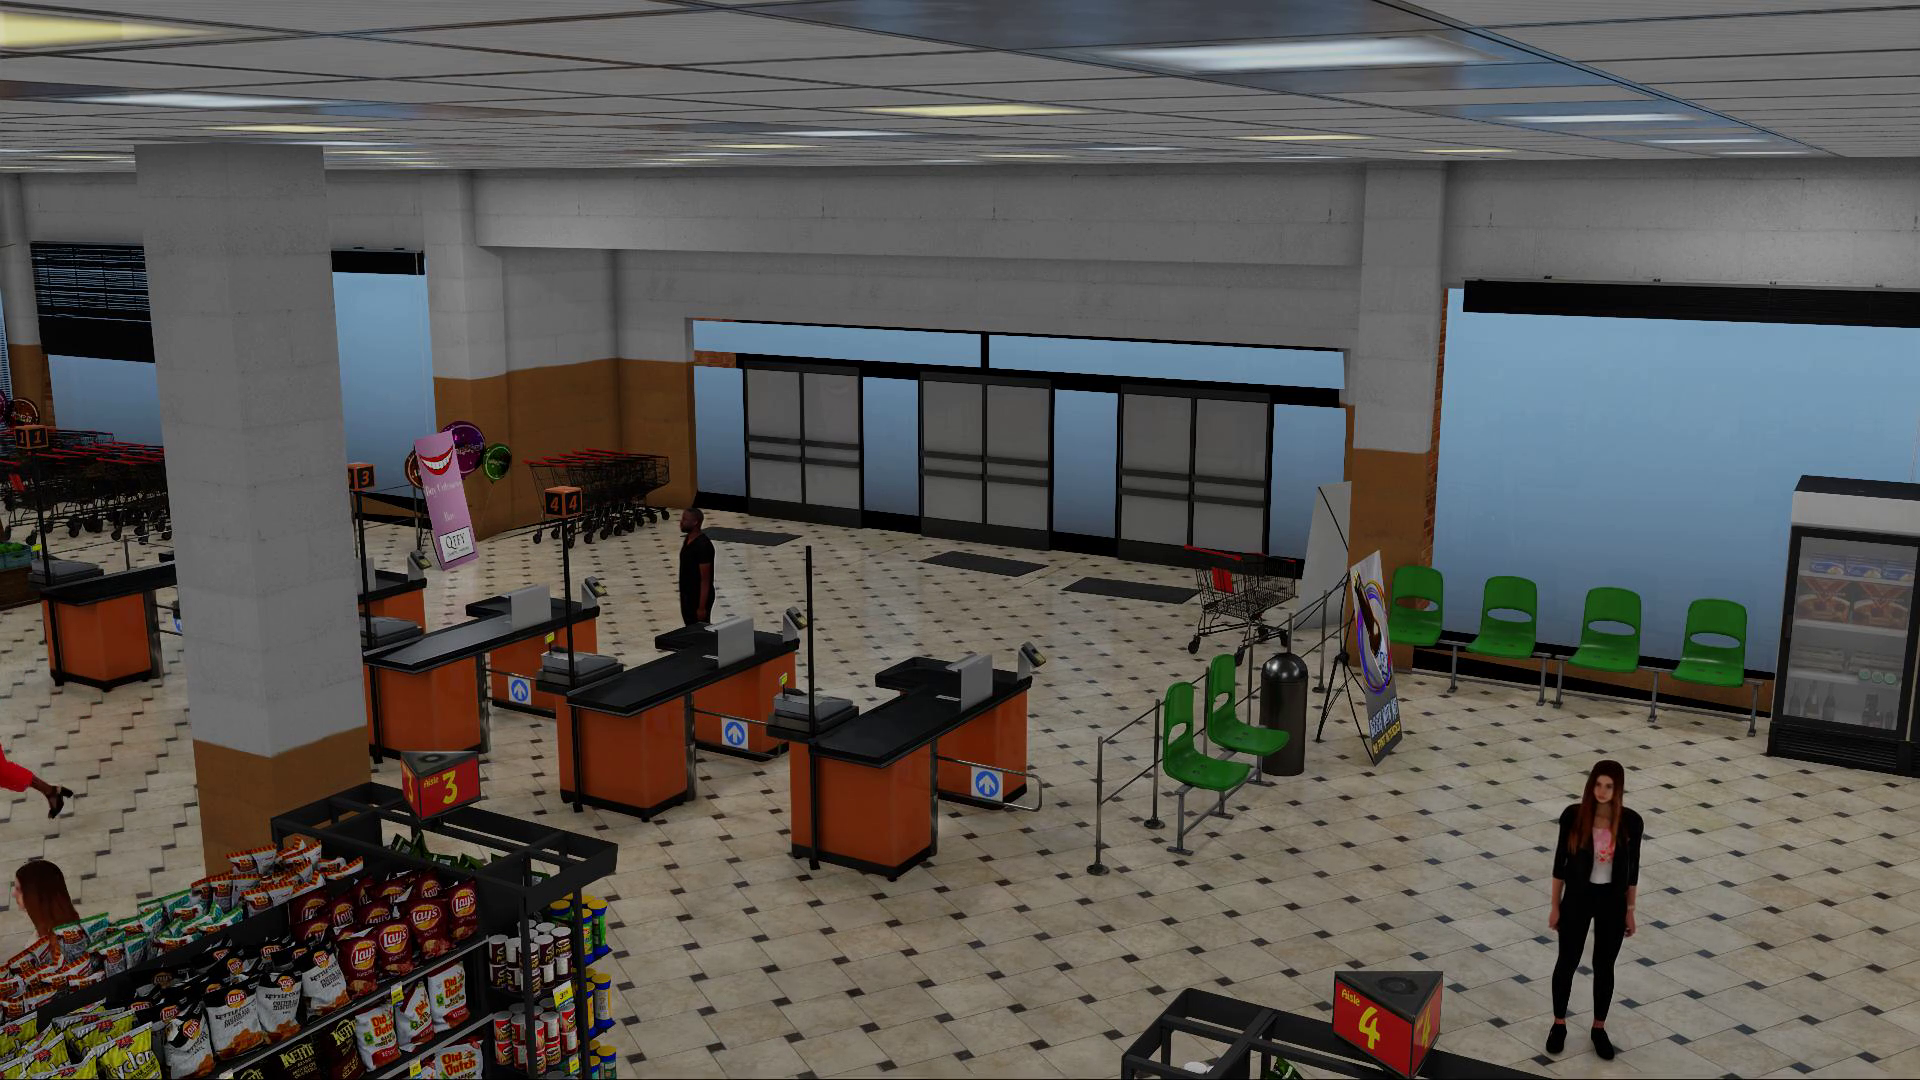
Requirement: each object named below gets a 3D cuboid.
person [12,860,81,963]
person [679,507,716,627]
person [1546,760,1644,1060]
[{"bbox_3d":[-4.109,2.316,7.899,1.178,1.670,0.907,-9,15,-36],"label":"person"},{"bbox_3d":[-2.491,0.582,15.769,0.741,1.819,0.746,-7,14,-28],"label":"person"},{"bbox_3d":[3.516,2.017,9.230,0.659,1.706,0.611,3,12,15],"label":"person"}]
